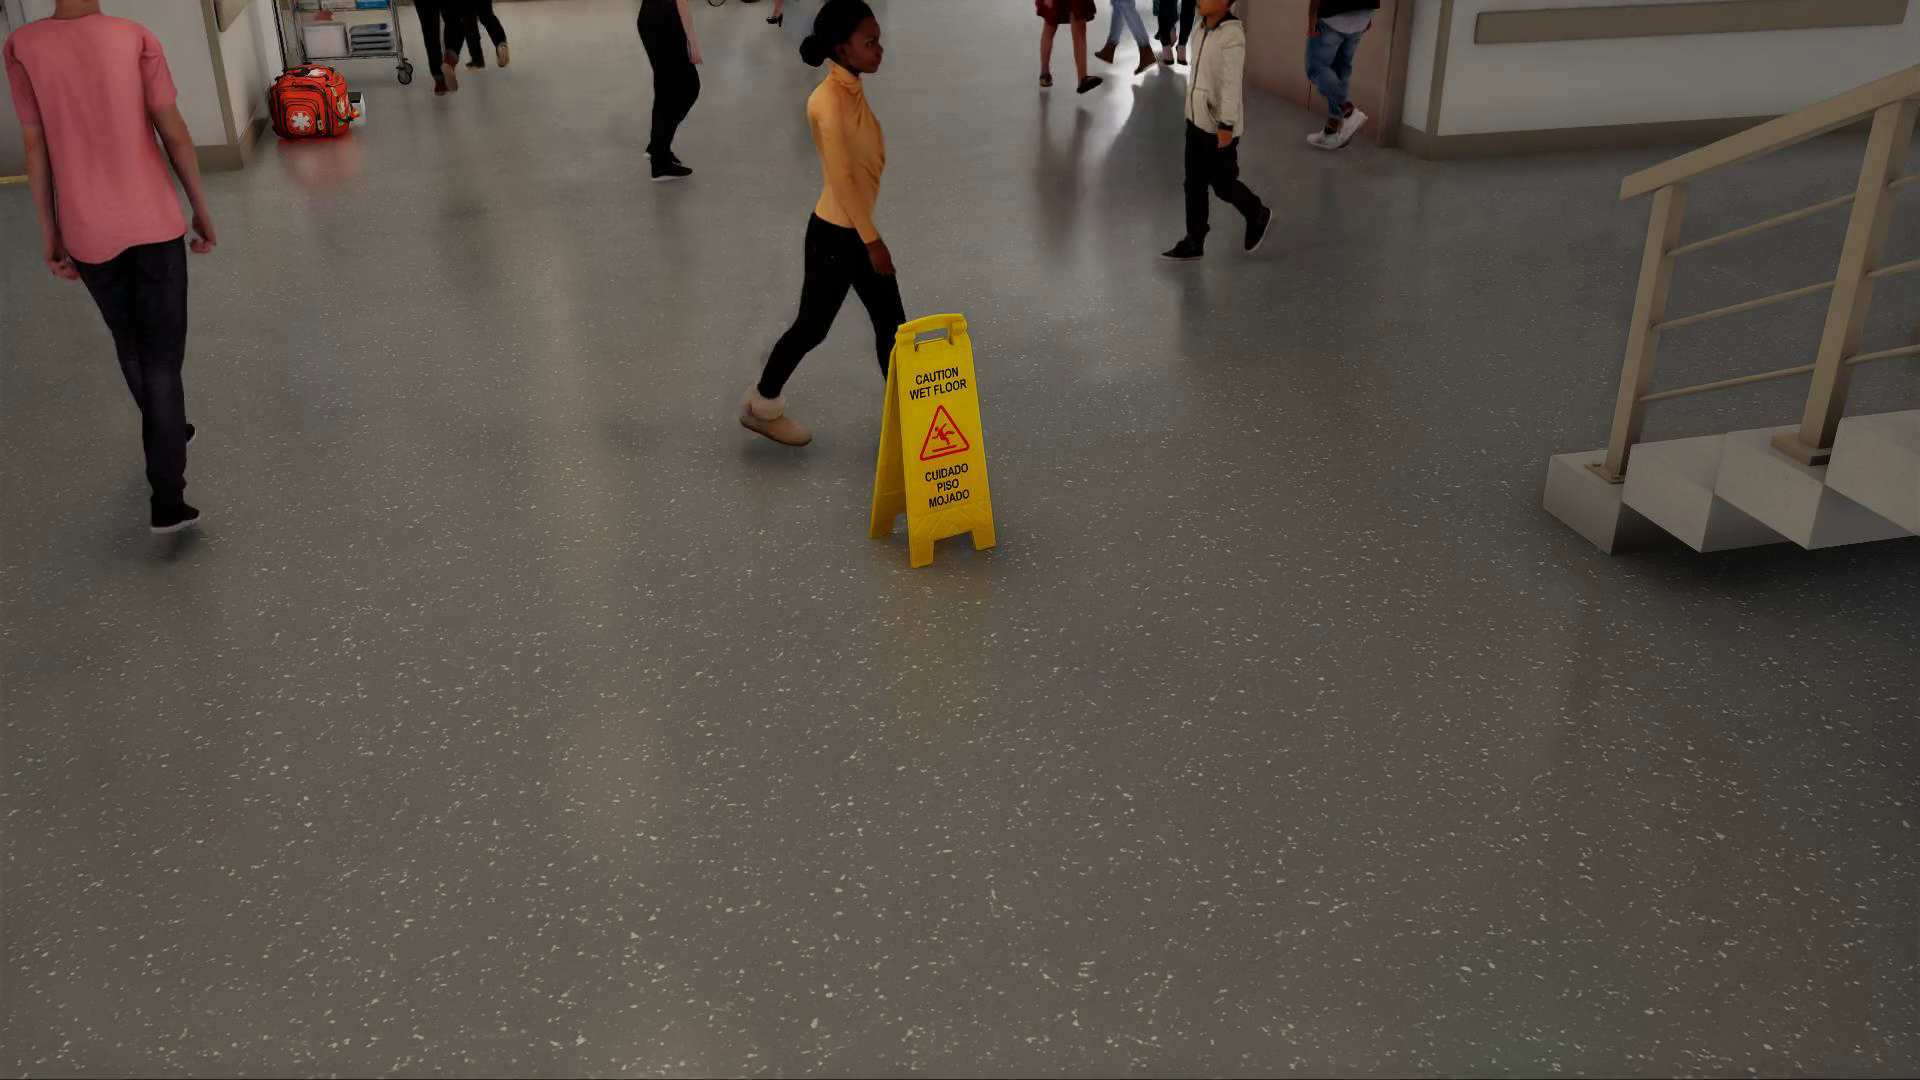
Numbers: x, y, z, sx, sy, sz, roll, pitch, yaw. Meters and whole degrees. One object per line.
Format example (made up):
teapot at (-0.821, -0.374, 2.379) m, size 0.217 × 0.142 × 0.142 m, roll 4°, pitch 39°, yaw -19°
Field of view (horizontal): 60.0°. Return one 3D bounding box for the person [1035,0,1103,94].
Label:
person at (0.753, -4.100, 12.365) m, size 0.633 × 1.499 × 1.072 m, roll -8°, pitch 27°, yaw -16°

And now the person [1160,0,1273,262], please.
person at (1.322, -2.086, 8.252) m, size 0.739 × 1.443 × 0.800 m, roll -12°, pitch 28°, yaw -23°

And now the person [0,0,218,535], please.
person at (-2.696, -0.935, 5.337) m, size 0.650 × 1.902 × 1.225 m, roll -6°, pitch 26°, yaw -11°

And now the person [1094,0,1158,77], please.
person at (1.340, -4.513, 12.873) m, size 0.913 × 1.801 × 1.263 m, roll -15°, pitch 30°, yaw -28°

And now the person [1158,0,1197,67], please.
person at (1.706, -4.636, 13.266) m, size 0.651 × 1.682 × 0.663 m, roll -5°, pitch 26°, yaw -10°

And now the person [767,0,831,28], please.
person at (-1.413, -5.497, 15.116) m, size 1.166 × 1.626 × 1.170 m, roll 22°, pitch 33°, yaw 38°

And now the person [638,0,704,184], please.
person at (-1.826, -2.960, 9.728) m, size 0.775 × 1.735 × 0.688 m, roll -17°, pitch 31°, yaw -31°

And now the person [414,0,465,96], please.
person at (-3.849, -4.110, 12.106) m, size 0.704 × 1.743 × 0.849 m, roll -3°, pitch 26°, yaw -6°

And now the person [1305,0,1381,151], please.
person at (2.455, -3.302, 10.376) m, size 0.808 × 1.788 × 0.953 m, roll -14°, pitch 29°, yaw -27°

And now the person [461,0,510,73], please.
person at (-3.798, -4.402, 13.061) m, size 0.745 × 1.438 × 0.833 m, roll -21°, pitch 33°, yaw -37°

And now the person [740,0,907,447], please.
person at (-0.505, -1.058, 5.917) m, size 0.991 × 1.620 × 1.082 m, roll 6°, pitch 26°, yaw 13°
